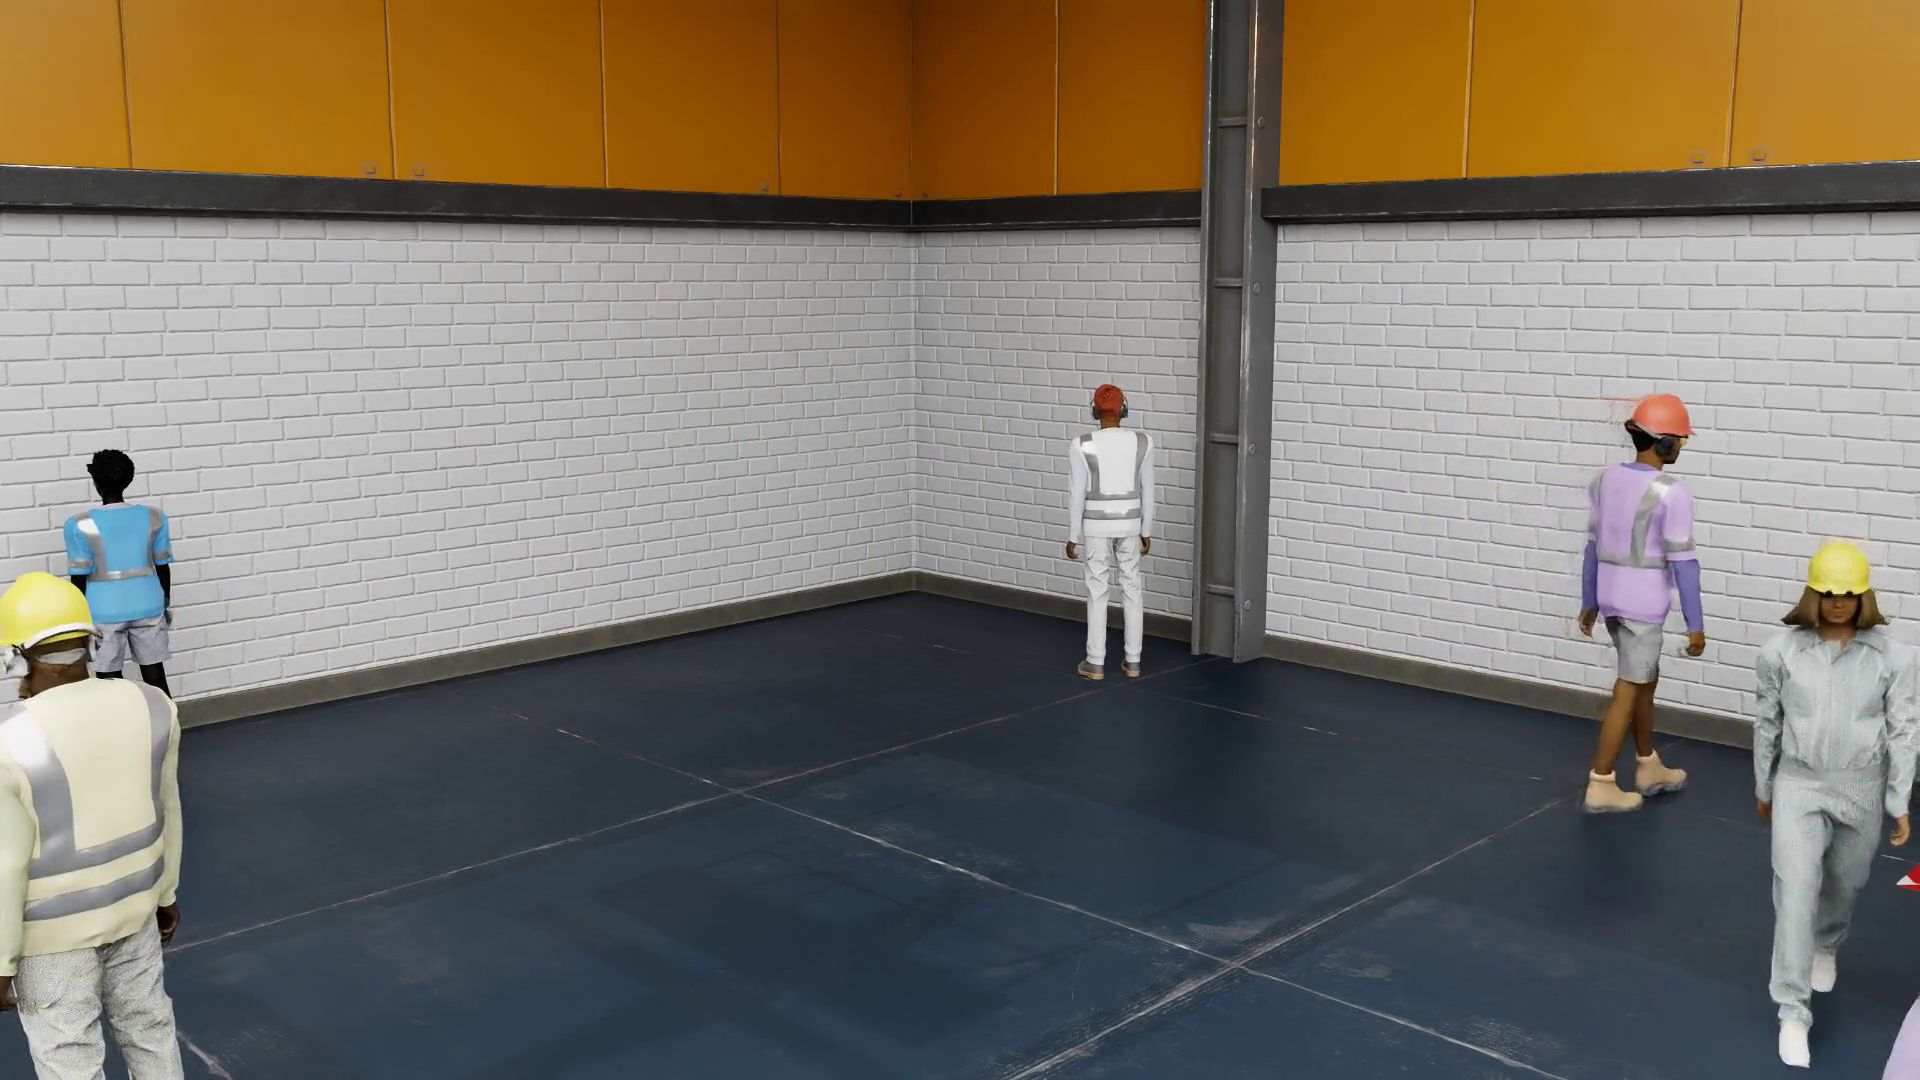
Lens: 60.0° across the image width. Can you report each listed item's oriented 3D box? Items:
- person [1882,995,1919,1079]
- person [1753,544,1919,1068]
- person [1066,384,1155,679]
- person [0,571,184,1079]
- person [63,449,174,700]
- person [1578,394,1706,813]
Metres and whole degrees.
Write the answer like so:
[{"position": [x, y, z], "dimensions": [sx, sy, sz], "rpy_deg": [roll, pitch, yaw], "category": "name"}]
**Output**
[{"position": [2.445, 1.067, 3.840], "dimensions": [0.641, 1.860, 1.004], "rpy_deg": [-3, 10, -19], "category": "person"}, {"position": [2.977, 0.838, 5.712], "dimensions": [0.489, 1.703, 0.903], "rpy_deg": [4, 10, 22], "category": "person"}, {"position": [0.958, -0.050, 10.595], "dimensions": [0.573, 1.885, 0.356], "rpy_deg": [-2, 9, -12], "category": "person"}, {"position": [-2.332, 0.988, 4.402], "dimensions": [0.403, 1.827, 0.599], "rpy_deg": [4, 10, 23], "category": "person"}, {"position": [-4.296, 0.380, 8.532], "dimensions": [0.316, 1.695, 0.542], "rpy_deg": [7, 12, 38], "category": "person"}, {"position": [3.369, 0.309, 7.992], "dimensions": [0.836, 2.011, 0.629], "rpy_deg": [-3, 10, -15], "category": "person"}]
